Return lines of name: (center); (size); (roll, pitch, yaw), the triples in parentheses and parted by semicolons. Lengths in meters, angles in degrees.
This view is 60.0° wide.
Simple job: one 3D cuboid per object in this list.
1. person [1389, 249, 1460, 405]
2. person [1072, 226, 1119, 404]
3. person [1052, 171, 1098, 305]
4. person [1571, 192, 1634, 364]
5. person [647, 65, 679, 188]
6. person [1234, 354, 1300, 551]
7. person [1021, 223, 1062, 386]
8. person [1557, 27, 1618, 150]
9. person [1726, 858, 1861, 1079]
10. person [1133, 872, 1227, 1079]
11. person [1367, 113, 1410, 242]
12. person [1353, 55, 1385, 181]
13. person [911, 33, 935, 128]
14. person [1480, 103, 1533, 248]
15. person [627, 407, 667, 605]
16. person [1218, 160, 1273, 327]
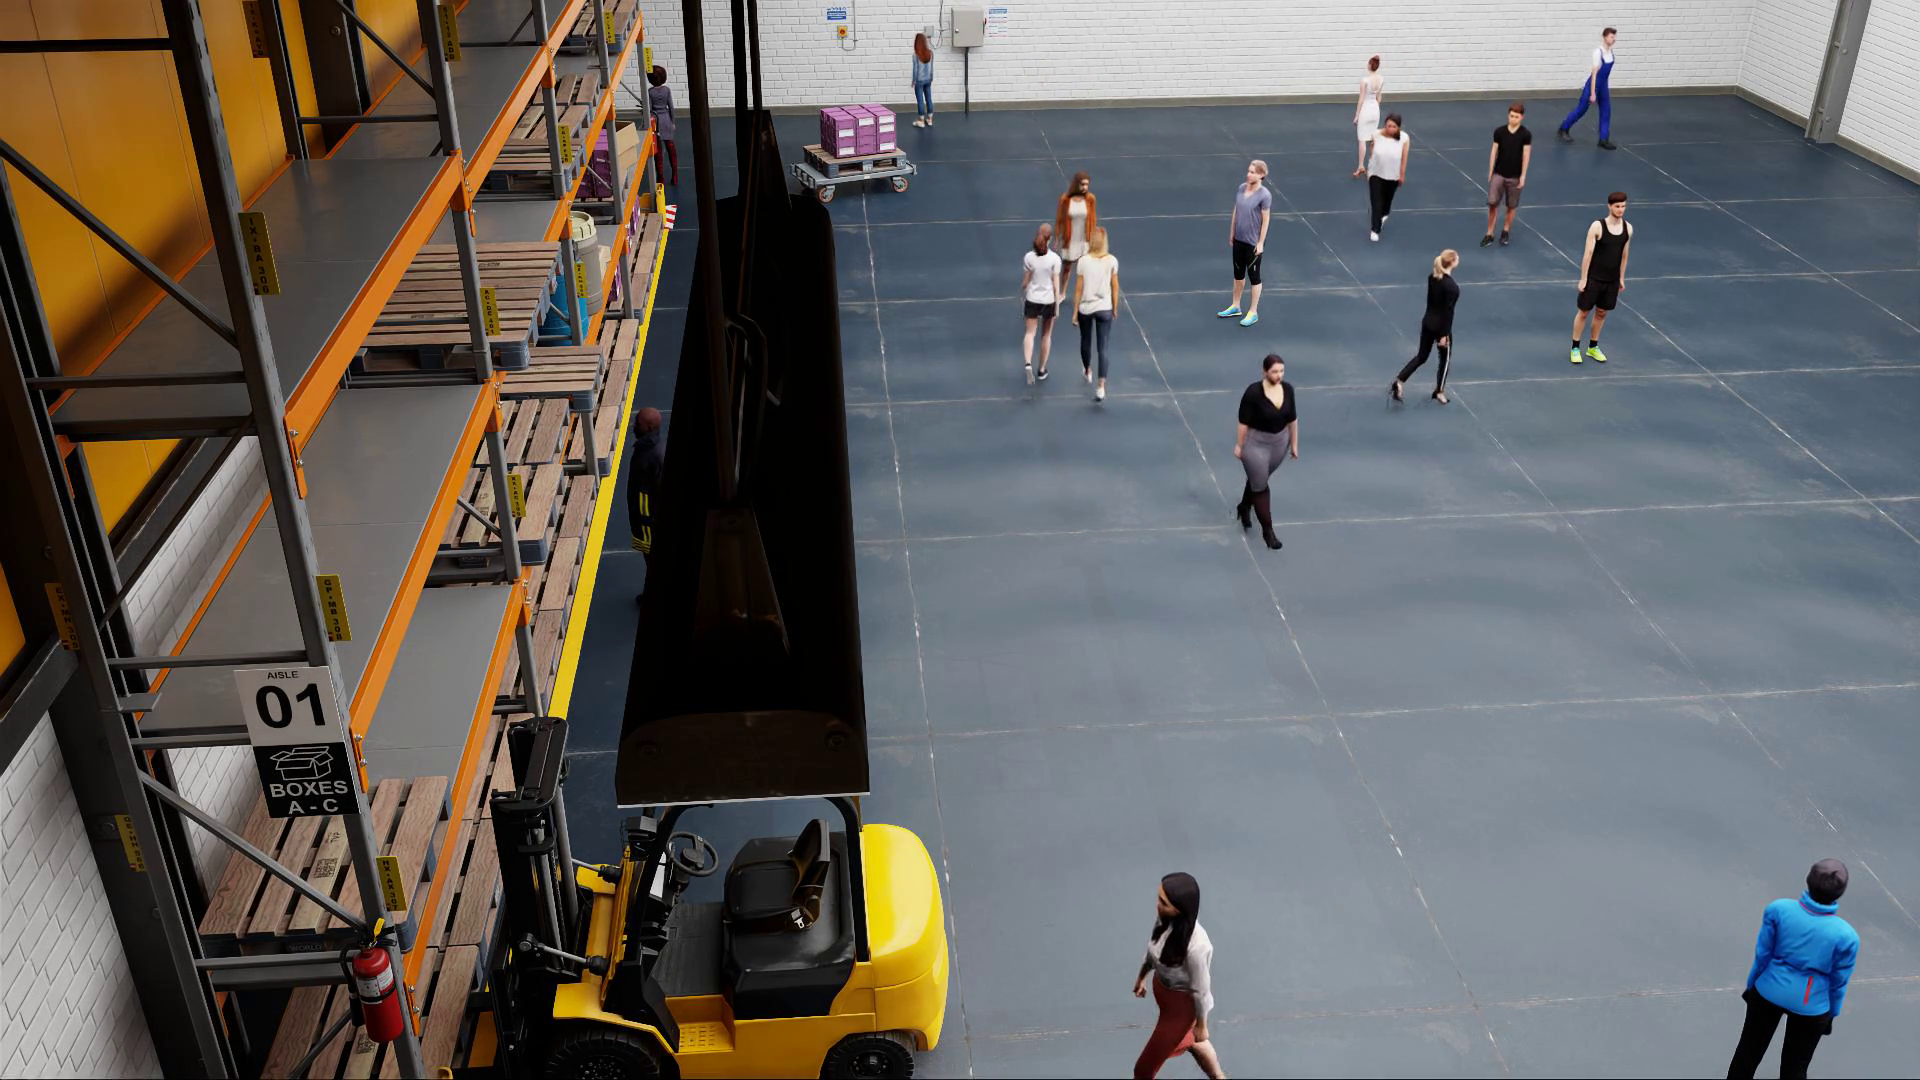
person: (4.760, -2.127, 16.914); (0.874, 1.683, 1.000); (-12, 31, -21)
person: (1.409, -2.281, 17.106); (0.730, 1.768, 1.225); (0, 29, -1)
person: (1.365, -3.524, 19.477); (0.733, 1.680, 0.799); (3, 29, 6)
person: (6.962, -2.859, 18.038); (0.675, 1.891, 0.578); (-4, 29, -7)
person: (-4.301, -5.949, 23.893); (0.662, 1.710, 0.641); (-14, 32, -25)
person: (2.594, -0.830, 14.499); (0.898, 1.717, 1.154); (-12, 31, -21)
person: (0.831, -2.423, 17.406); (0.728, 1.731, 1.017); (5, 29, 9)
person: (9.740, -6.980, 25.684); (1.100, 1.803, 1.358); (-18, 33, -30)
person: (4.270, 2.367, 8.560); (0.695, 1.794, 0.745); (20, 34, 32)
person: (1.182, 2.419, 8.571); (0.840, 1.691, 1.107); (-8, 30, -14)
person: (5.595, -4.822, 21.914); (0.917, 1.627, 1.231); (8, 30, 14)
person: (5.940, -6.147, 24.170); (0.633, 1.791, 0.595); (-12, 31, -22)
person: (-0.596, -7.424, 26.840); (0.632, 1.476, 0.649); (-19, 34, -31)
person: (7.143, -4.747, 21.558); (0.954, 1.834, 1.054); (14, 32, 24)
person: (-2.423, -0.237, 13.302); (0.899, 1.823, 0.752); (-13, 31, -23)
person: (3.316, -3.432, 19.089); (0.813, 1.890, 0.715); (-21, 35, -33)
